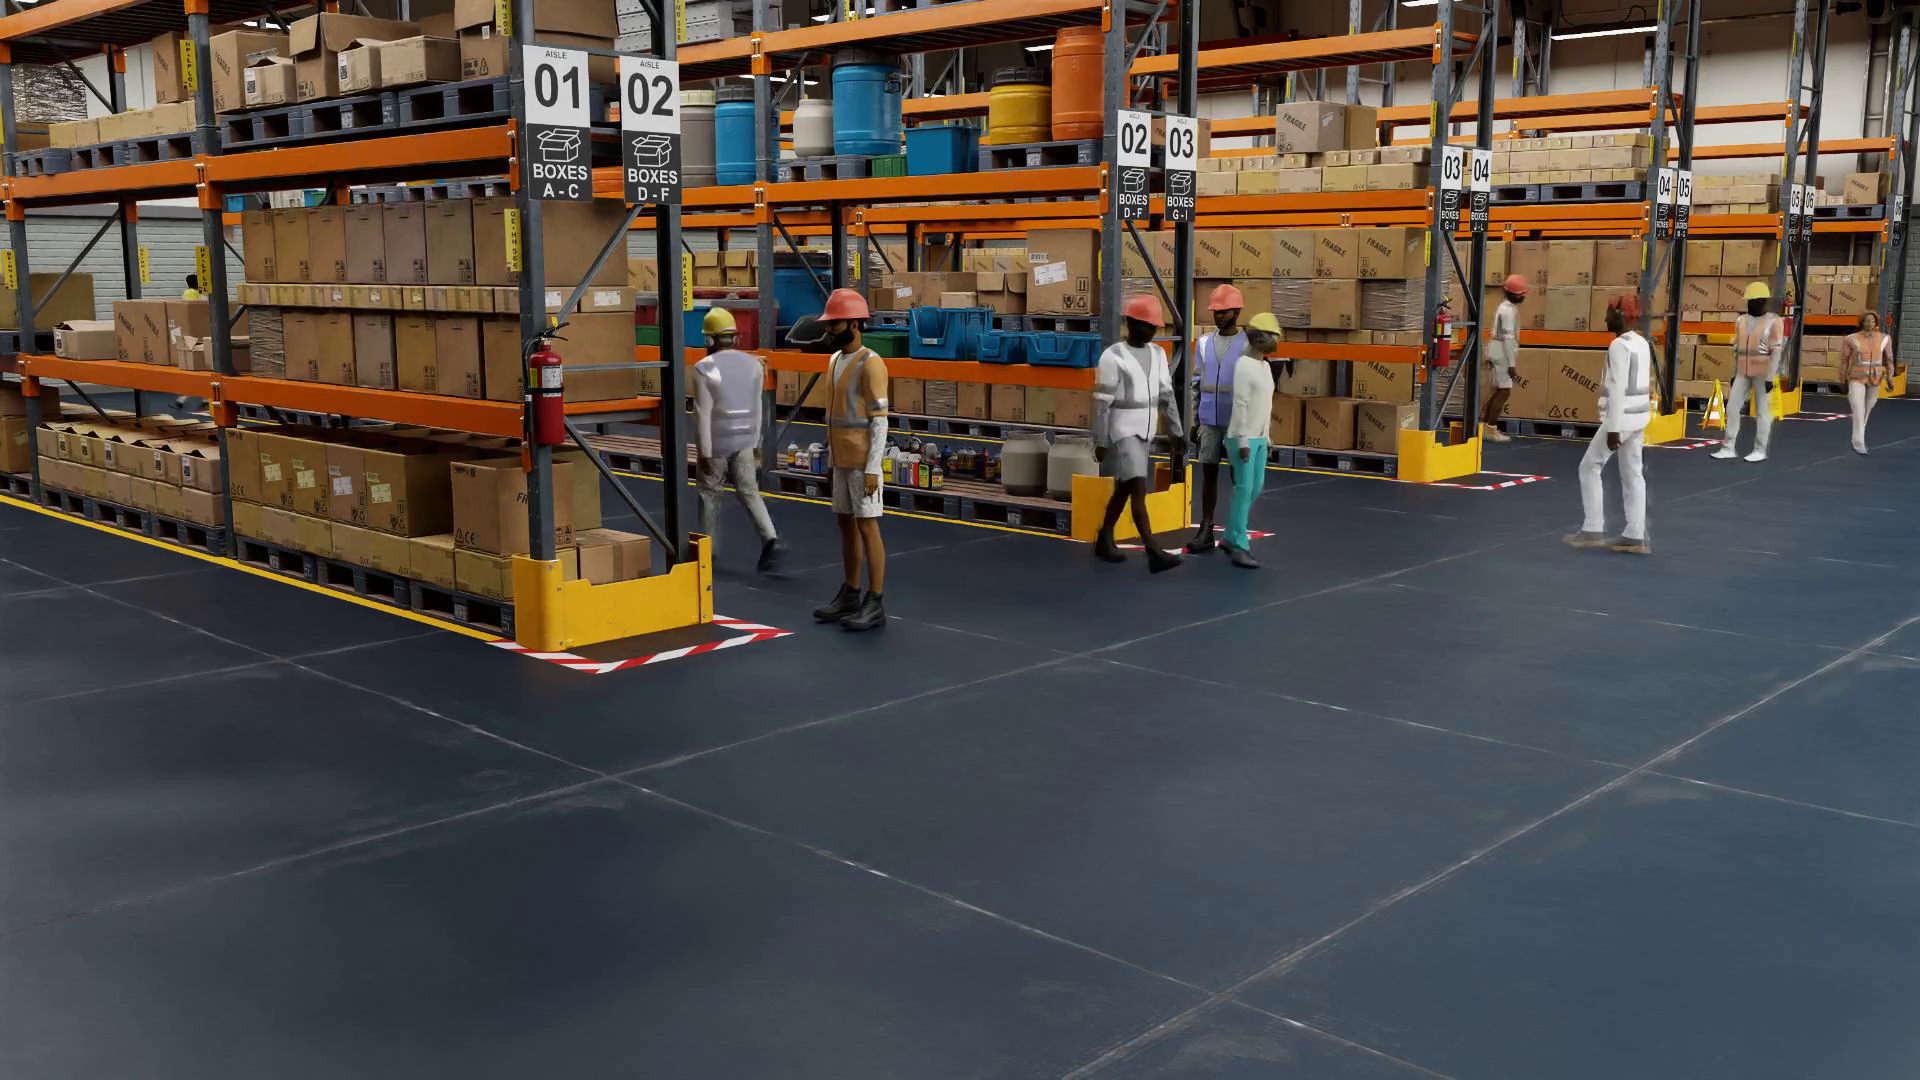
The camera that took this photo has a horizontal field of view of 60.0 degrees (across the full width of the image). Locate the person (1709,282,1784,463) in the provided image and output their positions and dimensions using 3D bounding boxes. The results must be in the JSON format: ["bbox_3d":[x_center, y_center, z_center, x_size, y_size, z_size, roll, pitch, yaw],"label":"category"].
[{"bbox_3d":[8.322,-1.763,17.594,0.778,1.901,0.613,-5,10,-27],"label":"person"}]

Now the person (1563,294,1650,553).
[{"bbox_3d":[4.728,-0.851,12.125,0.699,1.860,0.617,8,12,42],"label":"person"}]

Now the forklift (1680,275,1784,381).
[{"bbox_3d":[12.480,-3.427,27.053,1.214,2.155,2.313,9,13,43],"label":"forklift"}]

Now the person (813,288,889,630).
[{"bbox_3d":[-0.624,-0.462,9.529,0.377,1.938,0.547,-6,11,-32],"label":"person"}]

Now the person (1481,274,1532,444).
[{"bbox_3d":[6.449,-2.146,19.699,0.527,1.990,0.705,2,10,13],"label":"person"}]

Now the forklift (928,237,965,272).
[{"bbox_3d":[-0.326,-5.817,39.609,1.129,2.768,1.873,9,13,43],"label":"forklift"}]

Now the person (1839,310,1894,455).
[{"bbox_3d":[10.111,-1.771,18.589,0.511,1.600,0.852,1,9,8],"label":"person"}]

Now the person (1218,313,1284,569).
[{"bbox_3d":[1.981,-0.697,11.644,0.441,1.746,0.598,7,11,35],"label":"person"}]

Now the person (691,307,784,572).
[{"bbox_3d":[-1.544,-0.674,11.277,0.591,1.804,0.879,-8,12,-40],"label":"person"}]

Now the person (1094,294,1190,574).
[{"bbox_3d":[1.221,-0.733,11.398,0.542,1.878,0.984,-8,12,-40],"label":"person"}]

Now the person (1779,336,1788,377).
[{"bbox_3d":[12.386,-2.918,25.246,0.740,1.718,0.503,-3,10,-16],"label":"person"}]

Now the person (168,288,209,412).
[{"bbox_3d":[-11.100,-2.727,23.942,0.607,1.760,0.961,3,10,18],"label":"person"}]

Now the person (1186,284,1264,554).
[{"bbox_3d":[1.908,-0.870,12.031,0.545,1.938,0.357,6,11,32],"label":"person"}]

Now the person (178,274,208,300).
[{"bbox_3d":[-13.005,-3.541,28.317,0.603,1.966,0.372,2,10,15],"label":"person"}]

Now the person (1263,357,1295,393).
[{"bbox_3d":[3.645,-2.135,19.957,0.618,1.880,0.924,-6,11,-34],"label":"person"}]
